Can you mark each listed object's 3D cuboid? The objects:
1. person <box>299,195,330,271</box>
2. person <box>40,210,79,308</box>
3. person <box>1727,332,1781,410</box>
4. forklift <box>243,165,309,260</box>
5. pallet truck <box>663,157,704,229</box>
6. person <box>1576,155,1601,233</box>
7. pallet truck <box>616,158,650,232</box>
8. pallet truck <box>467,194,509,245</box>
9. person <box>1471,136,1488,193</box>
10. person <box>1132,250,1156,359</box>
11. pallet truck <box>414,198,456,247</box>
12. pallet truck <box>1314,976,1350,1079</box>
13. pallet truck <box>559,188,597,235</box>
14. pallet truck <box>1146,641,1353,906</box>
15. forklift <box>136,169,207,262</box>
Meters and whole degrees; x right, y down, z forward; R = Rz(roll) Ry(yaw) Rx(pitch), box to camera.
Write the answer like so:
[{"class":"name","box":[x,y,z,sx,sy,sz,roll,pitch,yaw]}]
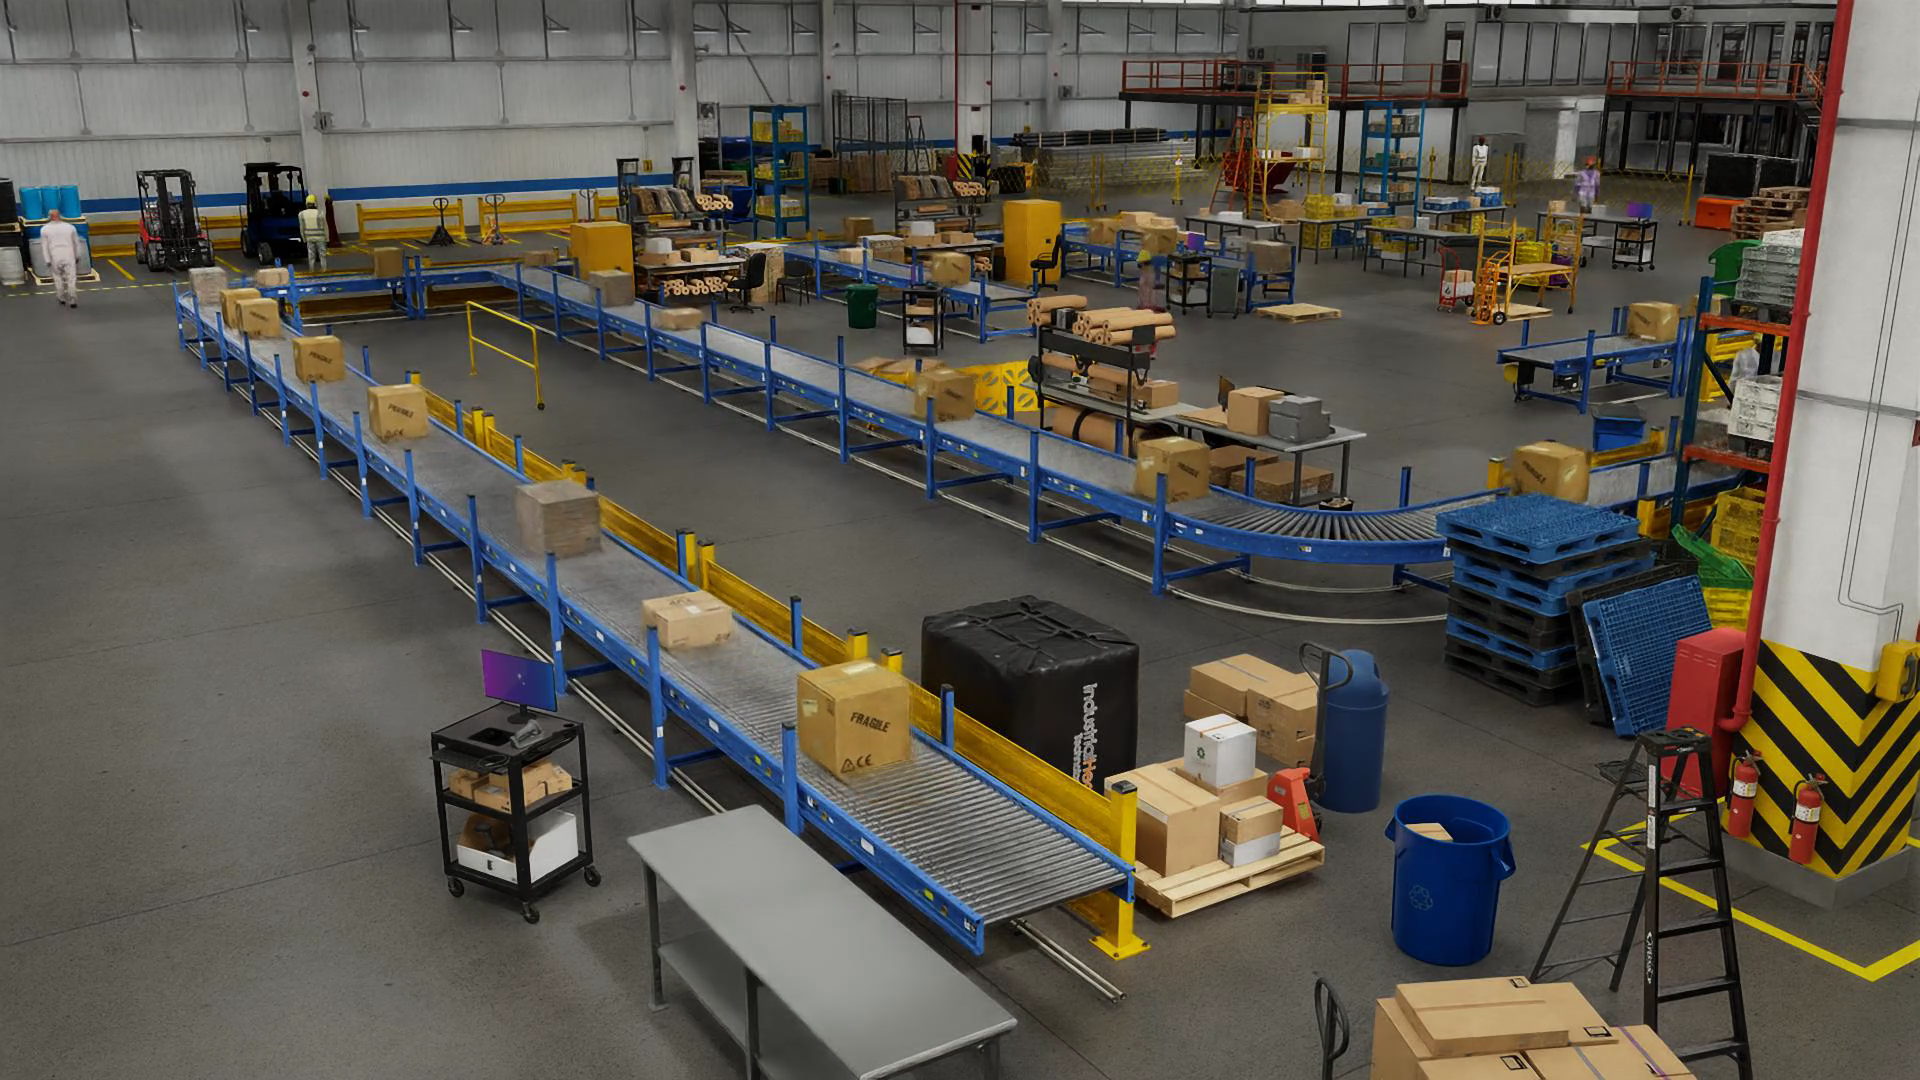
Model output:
[{"class":"person","box":[-13.642,-6.384,35.239,0.589,1.837,0.404,0,17,-1]},{"class":"person","box":[-17.287,-5.422,32.027,0.635,1.843,1.024,-9,19,-28]},{"class":"person","box":[9.291,-1.634,19.445,0.600,1.827,0.404,7,18,22]},{"class":"forklift","box":[-15.898,-7.669,38.708,1.157,1.987,2.680,-11,20,-33]},{"class":"pallet truck","box":[-7.586,-9.308,44.692,0.823,1.965,1.885,-11,20,-33]},{"class":"person","box":[16.728,-9.238,44.395,0.605,2.031,0.573,1,17,5]},{"class":"pallet truck","box":[-8.918,-9.176,44.255,0.823,1.965,1.885,-9,19,-27]},{"class":"pallet truck","box":[-11.983,-8.177,42.137,0.704,1.261,1.522,-11,20,-33]},{"class":"person","box":[17.451,-12.611,55.881,0.572,1.883,0.354,-5,18,-17]},{"class":"person","box":[2.885,-3.752,26.615,0.621,1.742,0.552,-2,17,-8]},{"class":"pallet truck","box":[-13.250,-8.060,41.856,0.680,1.201,1.601,-10,20,-31]},{"class":"pallet truck","box":[2.299,2.390,7.086,1.601,1.201,0.680,-2,17,-7]},{"class":"pallet truck","box":[-10.010,-8.652,43.699,0.653,1.274,1.630,-10,20,-31]},{"class":"pallet truck","box":[1.664,1.407,10.232,1.630,1.274,0.653,-10,20,-31]},{"class":"forklift","box":[-17.842,-7.318,37.559,1.157,1.987,2.680,-10,20,-31]}]
